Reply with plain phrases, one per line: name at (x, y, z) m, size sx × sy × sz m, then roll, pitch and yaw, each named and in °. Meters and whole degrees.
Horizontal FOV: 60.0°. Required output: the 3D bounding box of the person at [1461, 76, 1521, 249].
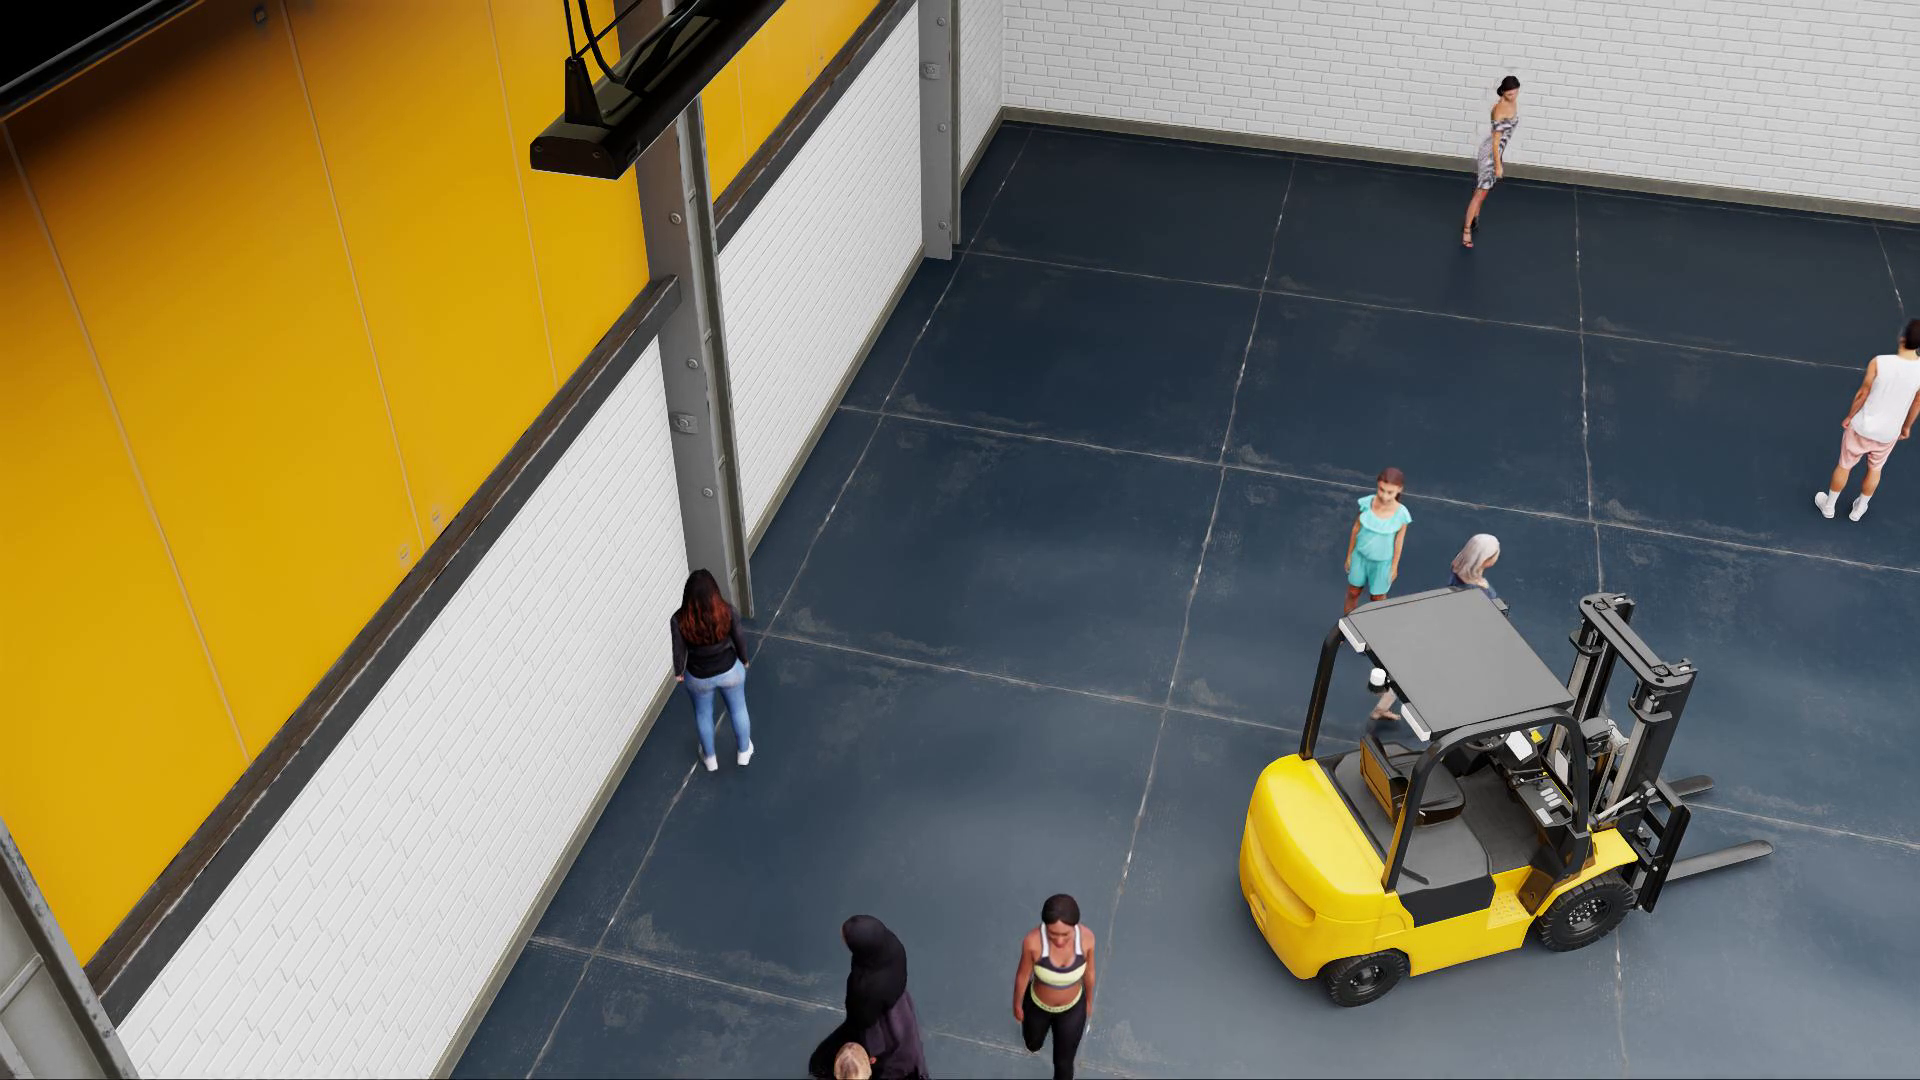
person at (5.270, -3.825, 16.565) m, size 0.824 × 1.804 × 0.596 m, roll 13°, pitch 40°, yaw 16°

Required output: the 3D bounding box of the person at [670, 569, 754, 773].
person at (-1.609, 0.848, 10.848) m, size 0.726 × 1.636 × 0.731 m, roll -10°, pitch 40°, yaw -12°

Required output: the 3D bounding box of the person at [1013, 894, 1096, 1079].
person at (0.488, 2.401, 8.827) m, size 0.801 × 1.731 × 1.113 m, roll -2°, pitch 39°, yaw -2°

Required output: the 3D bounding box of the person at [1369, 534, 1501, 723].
person at (3.205, 0.659, 11.077) m, size 1.050 × 1.646 × 1.209 m, roll -8°, pitch 39°, yaw -10°

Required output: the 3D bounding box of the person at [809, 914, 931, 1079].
person at (-0.352, 2.547, 8.751) m, size 0.857 × 1.597 × 1.070 m, roll 19°, pitch 42°, yaw 22°

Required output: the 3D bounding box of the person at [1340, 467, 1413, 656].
person at (2.943, 0.127, 11.814) m, size 0.612 × 1.557 × 0.627 m, roll 22°, pitch 44°, yaw 25°

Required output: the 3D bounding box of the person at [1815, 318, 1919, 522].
person at (7.137, -0.921, 12.938) m, size 0.634 × 1.792 × 0.547 m, roll 10°, pitch 40°, yaw 12°
